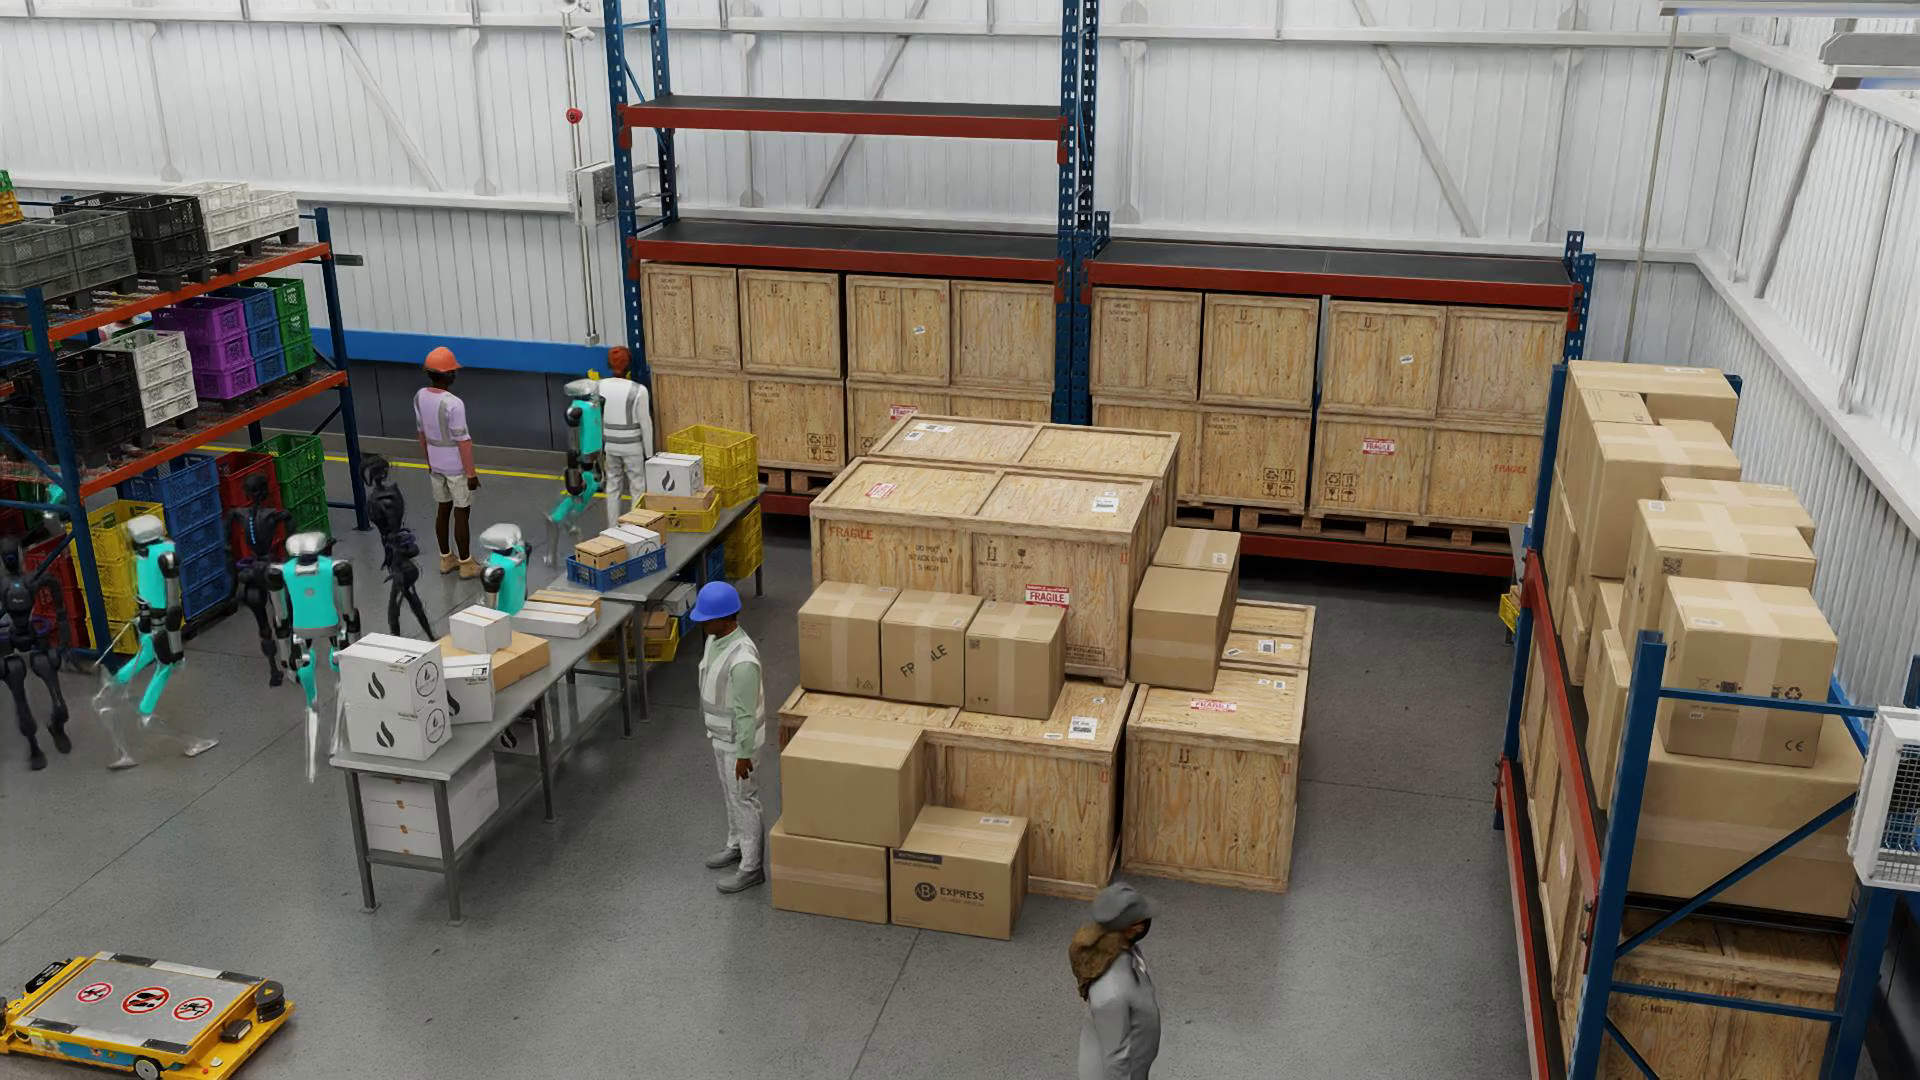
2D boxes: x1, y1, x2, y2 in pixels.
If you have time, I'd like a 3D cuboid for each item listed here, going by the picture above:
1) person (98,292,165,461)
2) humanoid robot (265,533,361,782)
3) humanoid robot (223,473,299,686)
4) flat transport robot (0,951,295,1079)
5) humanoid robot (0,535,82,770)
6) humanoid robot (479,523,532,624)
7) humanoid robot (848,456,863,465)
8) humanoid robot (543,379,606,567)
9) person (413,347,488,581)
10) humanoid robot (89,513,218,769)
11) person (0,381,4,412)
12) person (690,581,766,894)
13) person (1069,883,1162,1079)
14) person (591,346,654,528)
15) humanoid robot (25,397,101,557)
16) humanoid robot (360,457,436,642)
[{"bbox_3d":[-8.674,-1.723,17.409,0.427,1.810,0.608,11,23,26],"label":"person"},{"bbox_3d":[-4.251,0.719,11.145,0.536,1.792,0.787,-5,22,-13],"label":"humanoid robot"},{"bbox_3d":[-5.140,0.282,12.342,0.612,1.650,0.376,-1,21,-2],"label":"humanoid robot"},{"bbox_3d":[-4.270,2.464,8.601,1.431,0.231,0.659,5,22,13],"label":"flat transport robot"},{"bbox_3d":[-6.250,0.741,11.126,0.599,1.642,0.389,-13,24,-30],"label":"humanoid robot"},{"bbox_3d":[-3.309,0.726,11.203,0.952,1.812,0.564,4,21,11],"label":"humanoid robot"},{"bbox_3d":[-0.753,0.113,12.822,0.600,1.638,0.690,5,21,12],"label":"humanoid robot"},{"bbox_3d":[-3.467,-0.517,14.477,0.803,1.851,0.533,6,22,16],"label":"humanoid robot"},{"bbox_3d":[-4.355,-0.654,14.276,0.613,2.040,0.375,15,25,34],"label":"person"},{"bbox_3d":[-5.538,0.750,11.060,0.531,1.771,0.903,19,28,40],"label":"humanoid robot"},{"bbox_3d":[-9.497,-1.230,16.060,0.431,1.845,0.622,12,24,28],"label":"person"},{"bbox_3d":[-1.340,1.134,9.747,0.411,1.939,0.602,-9,23,-22],"label":"person"},{"bbox_3d":[0.648,2.242,7.077,0.396,1.769,0.563,2,21,6],"label":"person"},{"bbox_3d":[-3.014,-0.820,14.947,0.583,1.877,0.362,7,22,18],"label":"person"},{"bbox_3d":[-7.938,-0.612,14.566,0.548,1.724,0.976,4,21,11],"label":"humanoid robot"},{"bbox_3d":[-4.312,0.136,12.731,0.527,1.632,0.601,-11,24,-27],"label":"humanoid robot"}]
